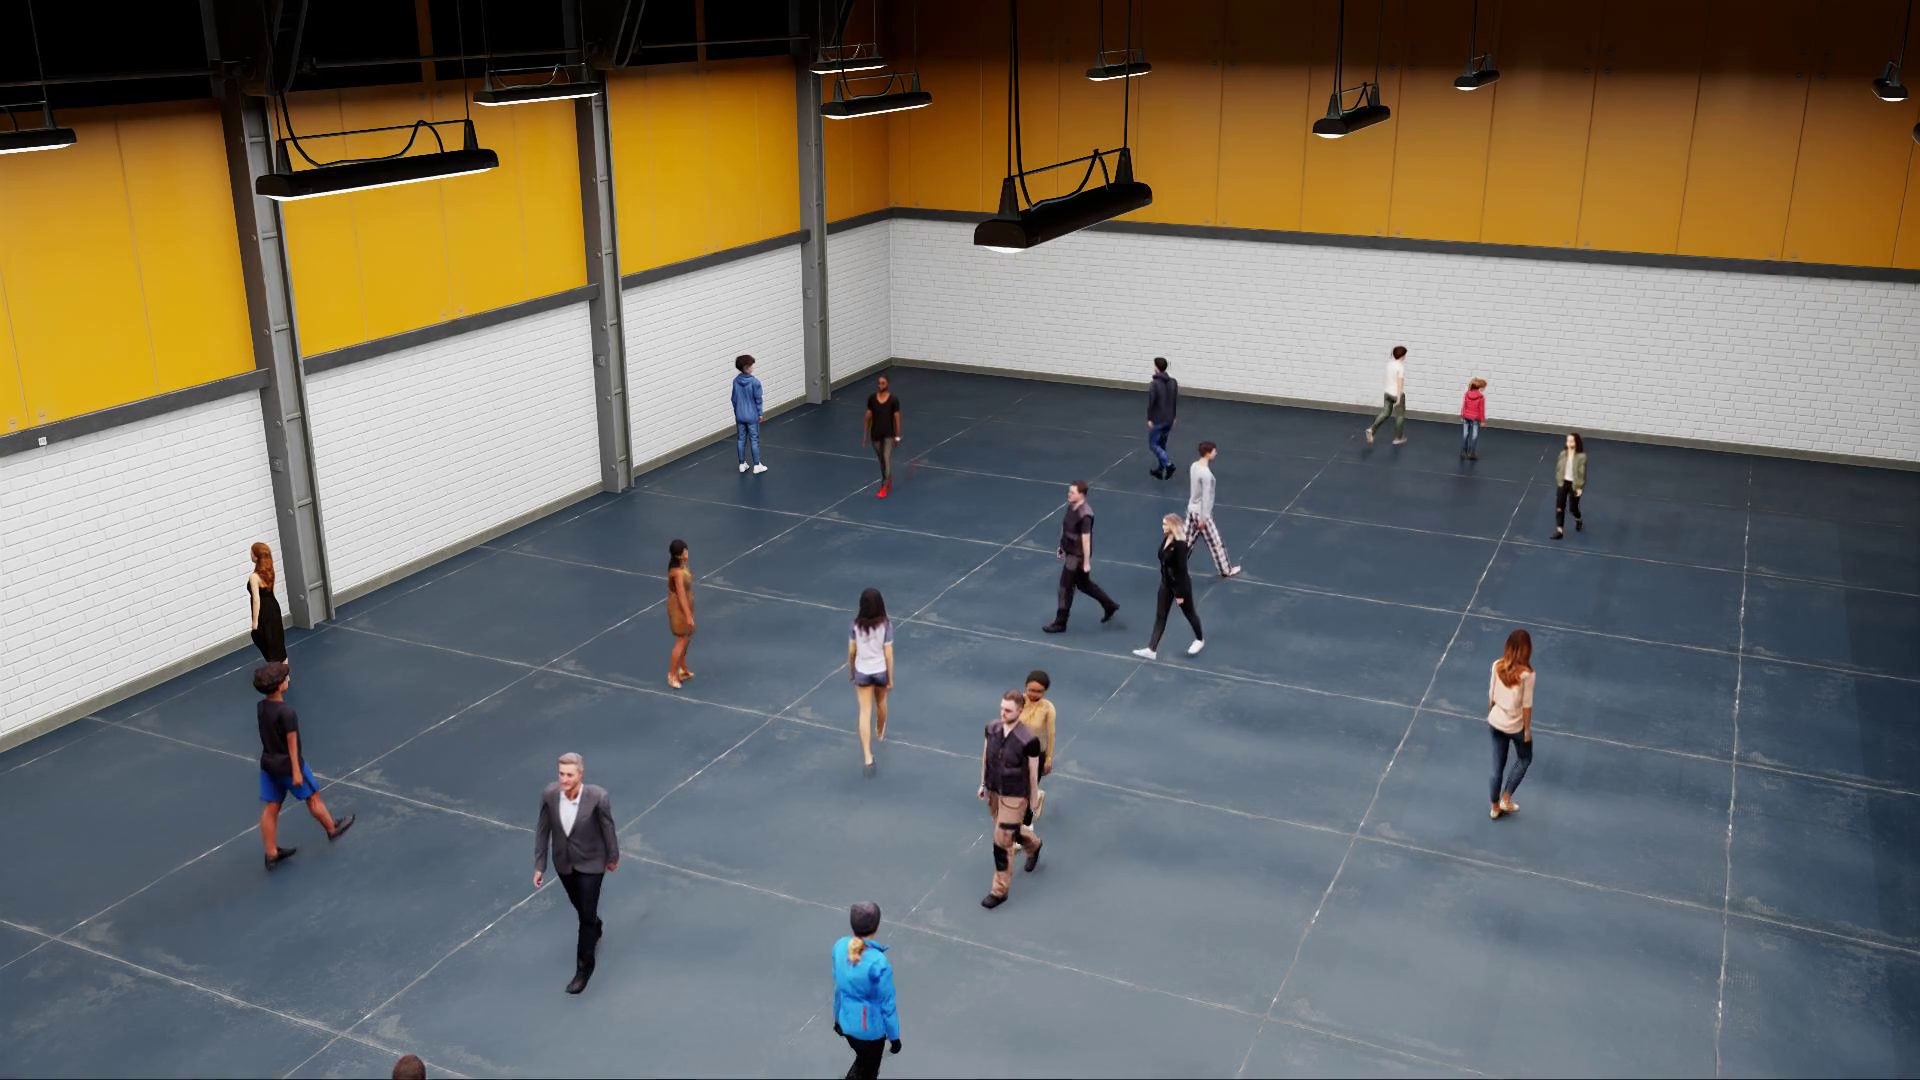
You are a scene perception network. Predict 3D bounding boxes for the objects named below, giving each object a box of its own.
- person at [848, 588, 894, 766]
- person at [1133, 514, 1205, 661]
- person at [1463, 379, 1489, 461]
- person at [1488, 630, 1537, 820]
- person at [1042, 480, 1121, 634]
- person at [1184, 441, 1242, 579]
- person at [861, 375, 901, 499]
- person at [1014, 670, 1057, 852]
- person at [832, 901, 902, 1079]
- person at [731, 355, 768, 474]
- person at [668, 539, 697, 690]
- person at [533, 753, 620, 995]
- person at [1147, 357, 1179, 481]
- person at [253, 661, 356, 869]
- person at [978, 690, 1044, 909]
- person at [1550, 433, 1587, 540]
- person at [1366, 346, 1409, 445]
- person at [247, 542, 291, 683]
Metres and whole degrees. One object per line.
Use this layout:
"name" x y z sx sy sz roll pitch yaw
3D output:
"person" -0.857 1.336 15.850 0.944 1.684 1.228 0 19 -1
"person" 2.455 0.530 18.326 1.271 1.630 1.169 -10 21 -27
"person" 8.028 -1.908 26.078 0.619 1.304 0.639 12 22 32
"person" 4.814 1.662 14.725 0.725 1.783 0.708 -16 24 -38
"person" 1.430 0.188 19.048 1.188 1.817 1.232 -2 19 -7
"person" 2.886 -0.318 20.569 1.157 1.806 1.129 -6 19 -16
"person" -1.093 -1.538 24.238 0.705 1.776 1.038 7 20 20
"person" 0.625 1.846 14.404 0.634 1.639 0.856 10 21 27
"person" -0.668 3.113 10.411 0.787 1.787 0.739 -17 25 -41
"person" -3.233 -1.923 25.340 0.667 1.803 0.552 8 20 22
"person" -2.955 0.736 17.669 0.786 1.660 0.683 -8 20 -23
"person" -2.844 2.394 12.528 0.921 1.798 1.259 3 19 10
"person" 3.058 -1.765 24.761 1.038 1.873 1.039 -11 21 -29
"person" -5.766 1.923 13.982 0.699 1.762 1.067 11 21 29
"person" 0.464 2.037 13.574 0.928 1.806 1.227 17 25 41
"person" 8.210 -0.721 22.305 0.891 1.462 0.758 -16 24 -39
"person" 6.906 -2.302 26.739 1.116 1.627 0.946 -10 21 -27
"person" -7.308 0.793 17.554 0.699 1.625 0.603 2 19 6
